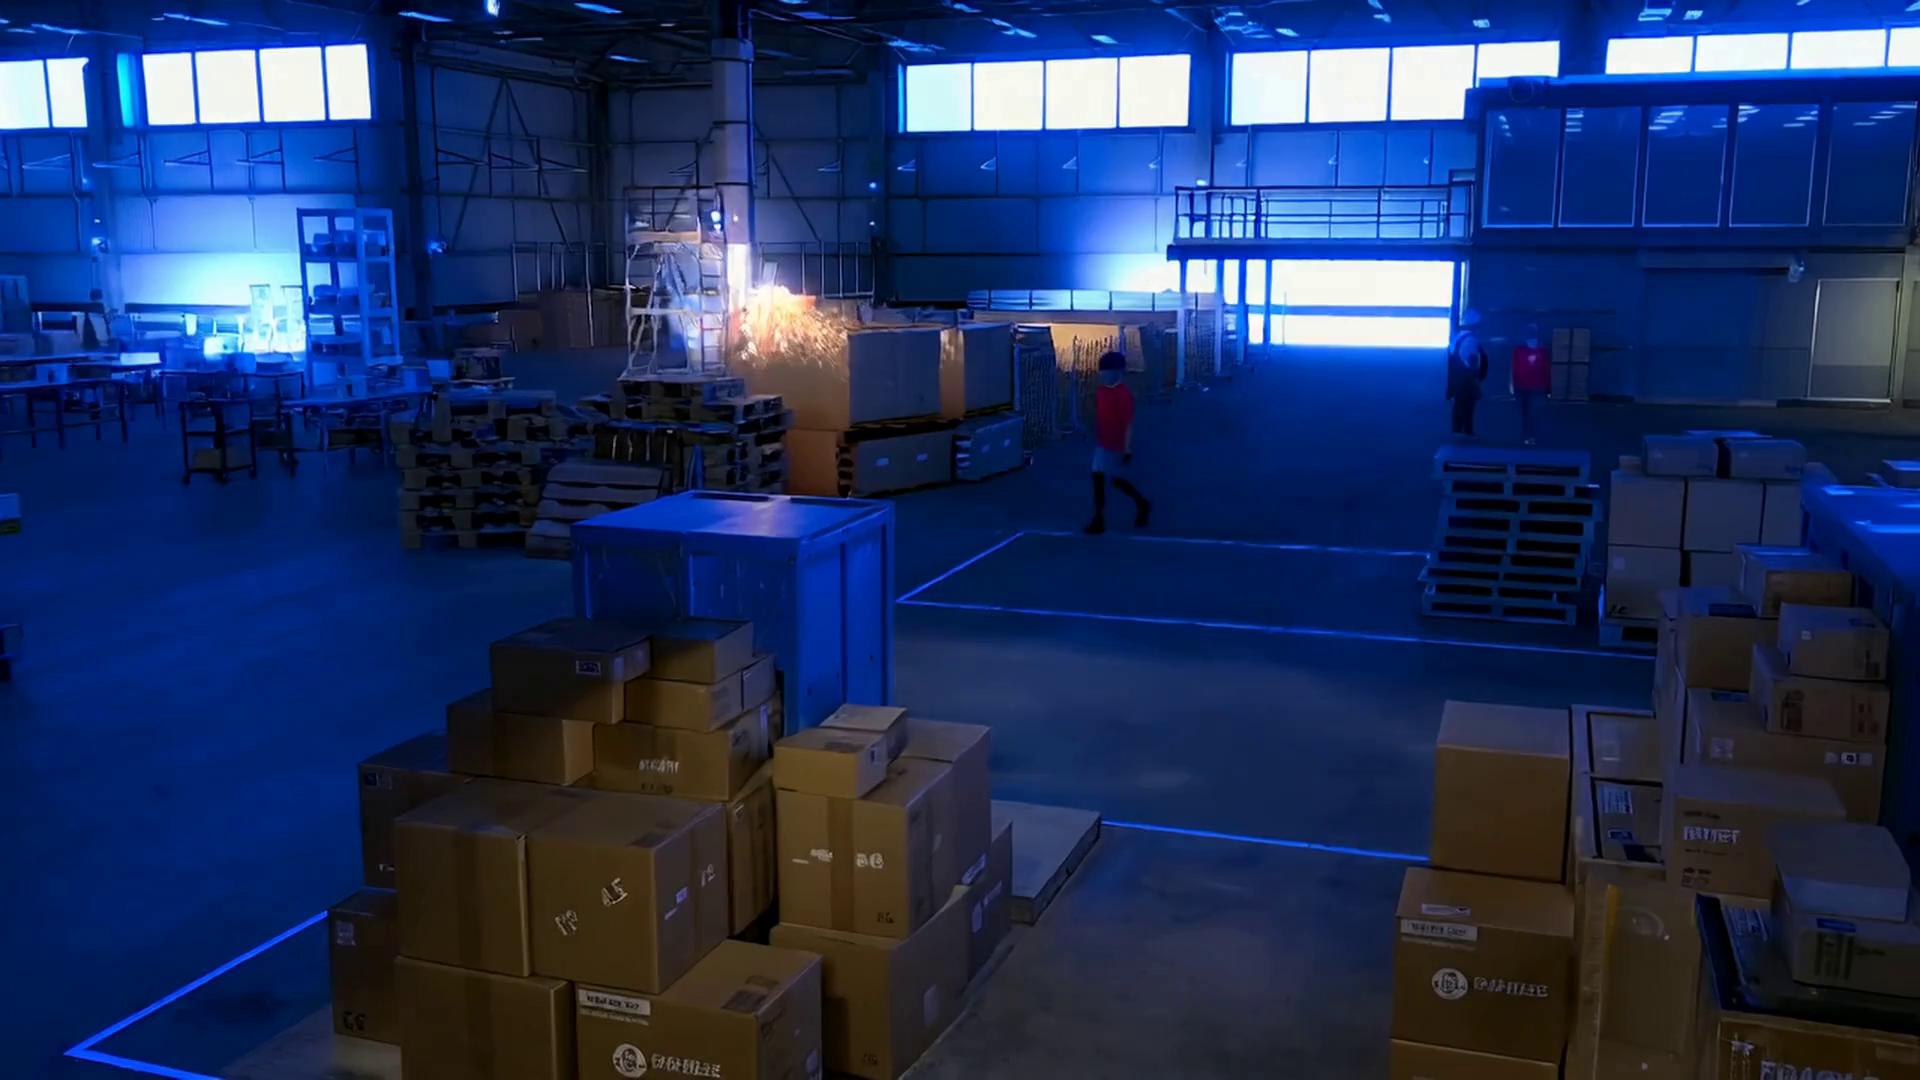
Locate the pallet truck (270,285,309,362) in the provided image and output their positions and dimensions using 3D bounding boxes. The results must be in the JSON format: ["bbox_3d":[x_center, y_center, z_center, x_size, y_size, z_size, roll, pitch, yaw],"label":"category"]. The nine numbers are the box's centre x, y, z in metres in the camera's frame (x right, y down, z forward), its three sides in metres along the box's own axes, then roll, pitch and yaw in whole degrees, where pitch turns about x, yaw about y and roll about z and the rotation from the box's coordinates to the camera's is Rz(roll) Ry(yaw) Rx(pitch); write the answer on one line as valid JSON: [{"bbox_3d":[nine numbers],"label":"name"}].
[{"bbox_3d":[-17.147,-5.700,43.663,0.823,1.965,1.885,3,11,17],"label":"pallet truck"}]

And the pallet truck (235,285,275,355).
[{"bbox_3d":[-18.327,-5.835,44.421,0.823,1.965,1.885,4,11,23],"label":"pallet truck"}]

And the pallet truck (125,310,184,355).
[{"bbox_3d":[-22.038,-5.665,45.457,0.704,1.261,1.522,3,11,17],"label":"pallet truck"}]

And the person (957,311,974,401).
[{"bbox_3d":[0.117,-3.602,32.527,0.341,1.756,0.519,-2,10,-9],"label":"person"}]

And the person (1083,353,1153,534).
[{"bbox_3d":[1.668,-1.024,17.576,0.796,1.916,0.548,-7,12,-35],"label":"person"}]

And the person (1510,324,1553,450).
[{"bbox_3d":[8.526,-2.290,24.855,0.597,1.872,1.021,4,11,19],"label":"person"}]

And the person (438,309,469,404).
[{"bbox_3d":[-9.606,-3.438,31.428,0.505,1.817,0.990,7,12,33],"label":"person"}]

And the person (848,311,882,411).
[{"bbox_3d":[-1.731,-3.321,30.759,0.580,1.836,1.004,3,11,18],"label":"person"}]

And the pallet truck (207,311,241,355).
[{"bbox_3d":[-19.537,-5.575,44.913,0.653,1.274,1.630,3,11,19],"label":"pallet truck"}]

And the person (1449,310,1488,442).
[{"bbox_3d":[7.906,-2.544,25.766,0.538,2.000,0.688,-2,10,-11],"label":"person"}]

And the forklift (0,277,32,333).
[{"bbox_3d":[-27.151,-6.329,46.328,1.157,1.987,2.680,3,11,17],"label":"forklift"}]

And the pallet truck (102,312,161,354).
[{"bbox_3d":[-23.057,-5.777,46.261,0.680,1.201,1.601,3,11,19],"label":"pallet truck"}]
